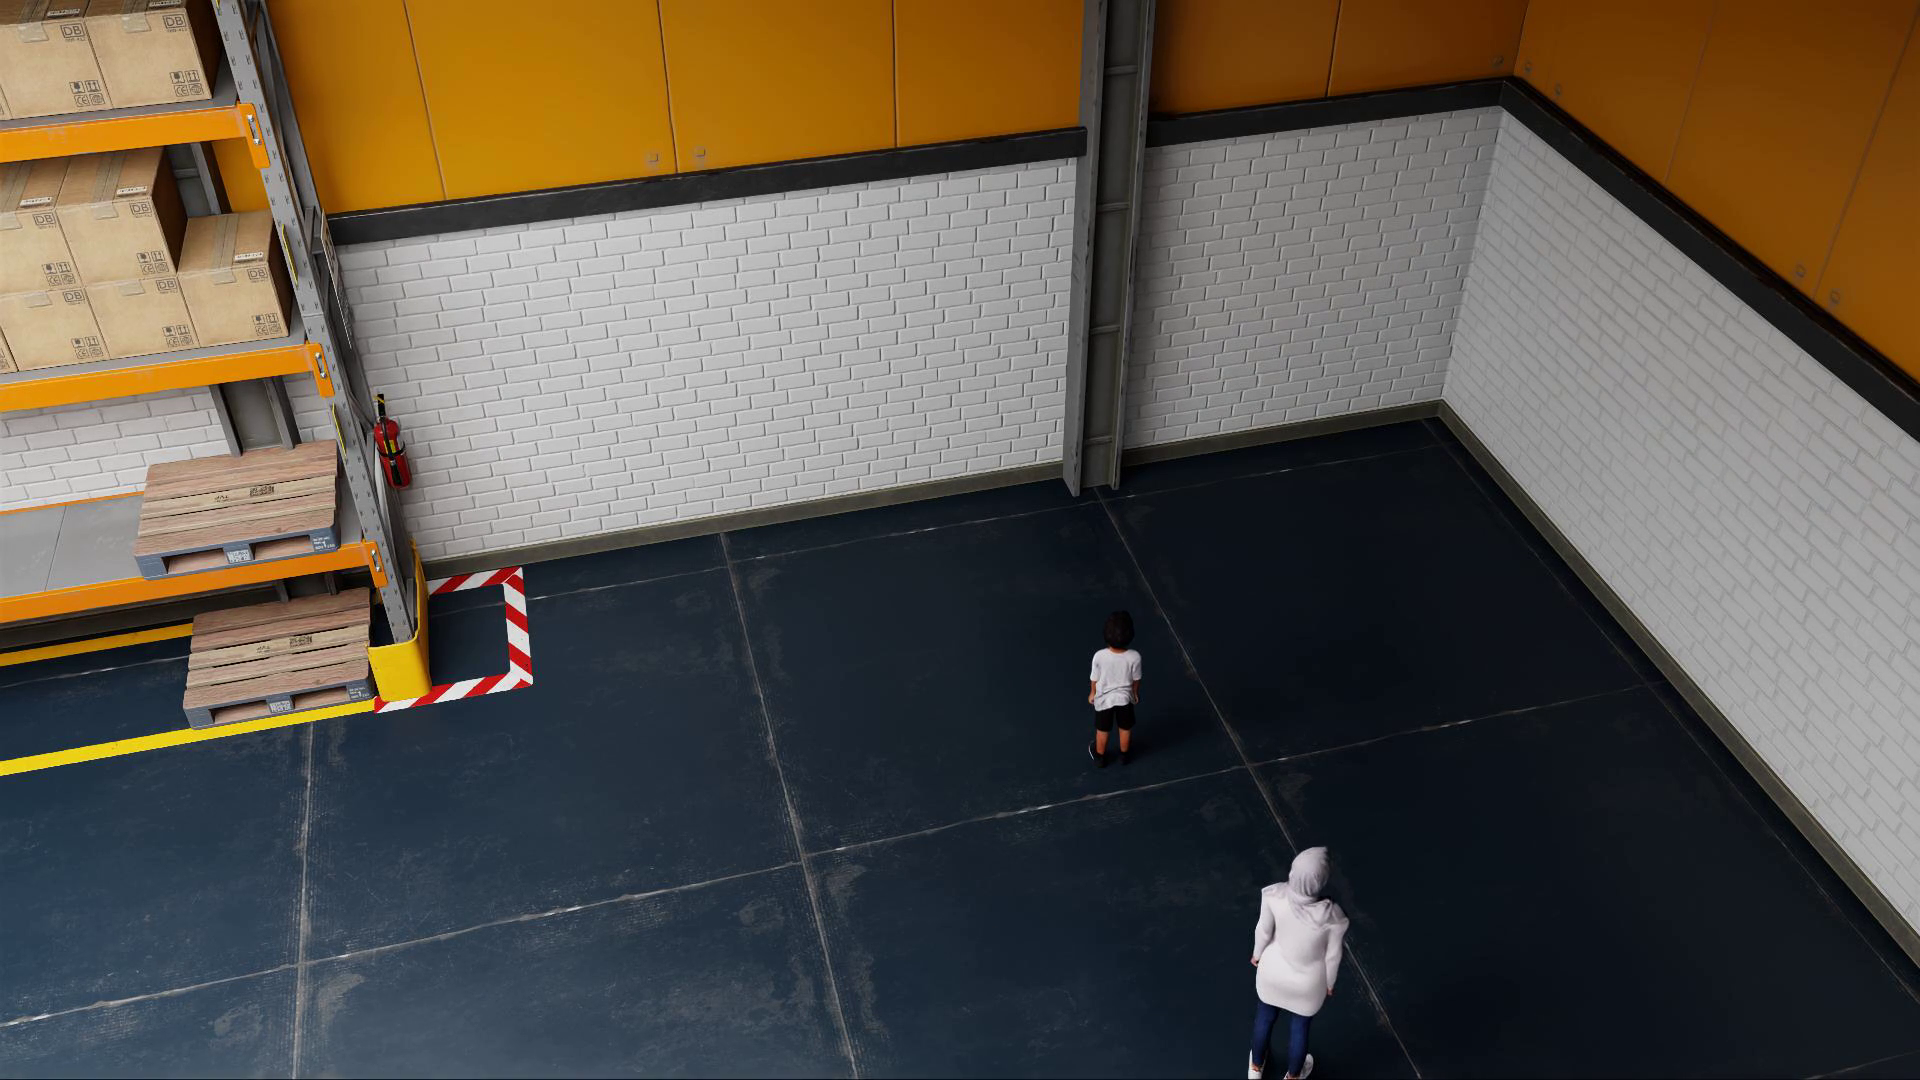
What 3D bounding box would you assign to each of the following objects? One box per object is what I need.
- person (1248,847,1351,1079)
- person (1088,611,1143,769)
[{"bbox_3d":[1.731,2.244,8.645,0.681,1.776,0.750,17,42,20],"label":"person"},{"bbox_3d":[0.994,0.969,10.653,0.497,1.262,0.594,-1,39,-1],"label":"person"}]
